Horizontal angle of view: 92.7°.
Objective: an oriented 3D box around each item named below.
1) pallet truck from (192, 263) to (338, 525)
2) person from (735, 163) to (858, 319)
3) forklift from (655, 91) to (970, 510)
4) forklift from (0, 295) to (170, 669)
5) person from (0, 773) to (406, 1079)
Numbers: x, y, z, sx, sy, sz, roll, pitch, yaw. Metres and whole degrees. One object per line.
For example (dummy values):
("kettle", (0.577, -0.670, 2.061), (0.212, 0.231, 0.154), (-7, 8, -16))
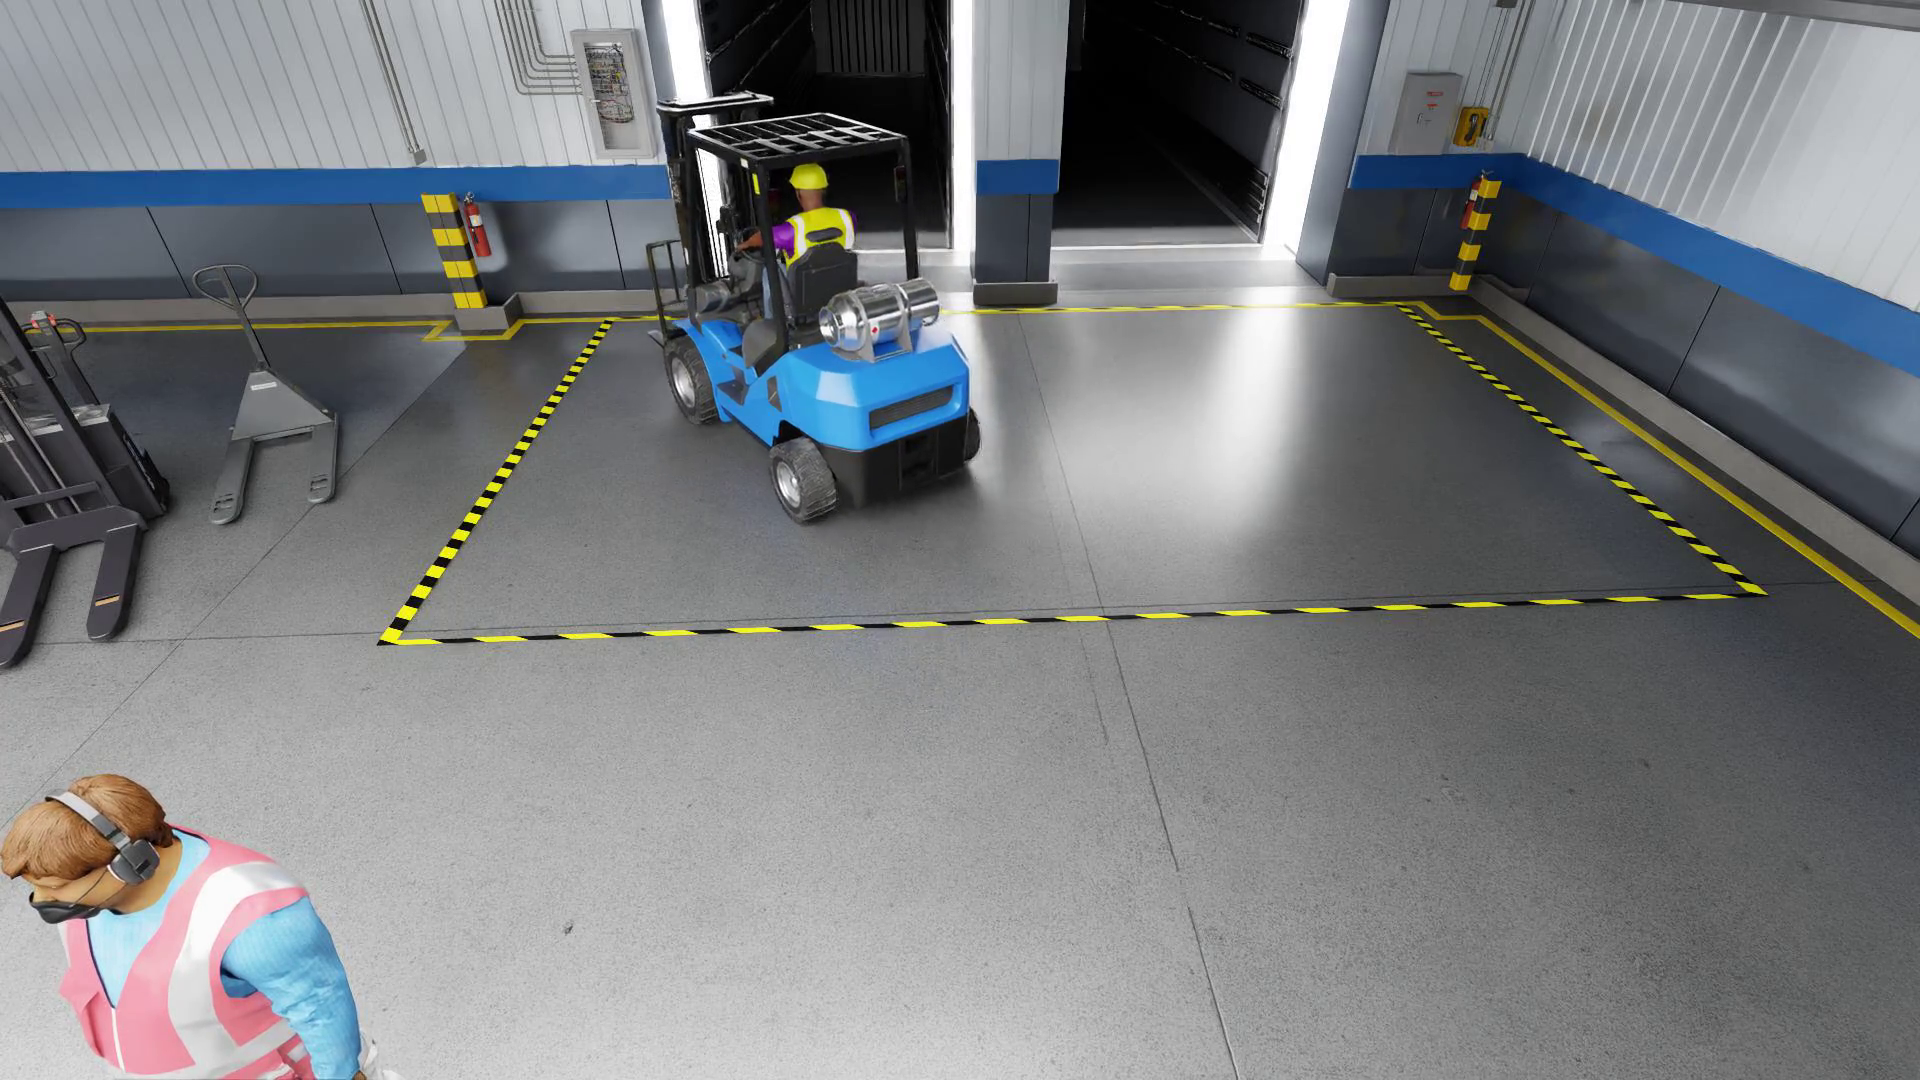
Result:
("pallet truck", (-4.778, -1.027, 6.128), (0.680, 1.201, 1.601), (-17, 38, -23))
("person", (-1.095, -1.888, 6.065), (0.635, 1.294, 1.002), (-23, 41, -30))
("forklift", (-1.064, -1.704, 6.128), (1.157, 2.036, 2.680), (-23, 41, -30))
("forklift", (-5.212, -0.618, 4.878), (0.823, 1.965, 1.885), (-20, 39, -26))
("person", (-1.767, 1.264, 2.308), (0.626, 1.844, 0.429), (9, 36, 13))
